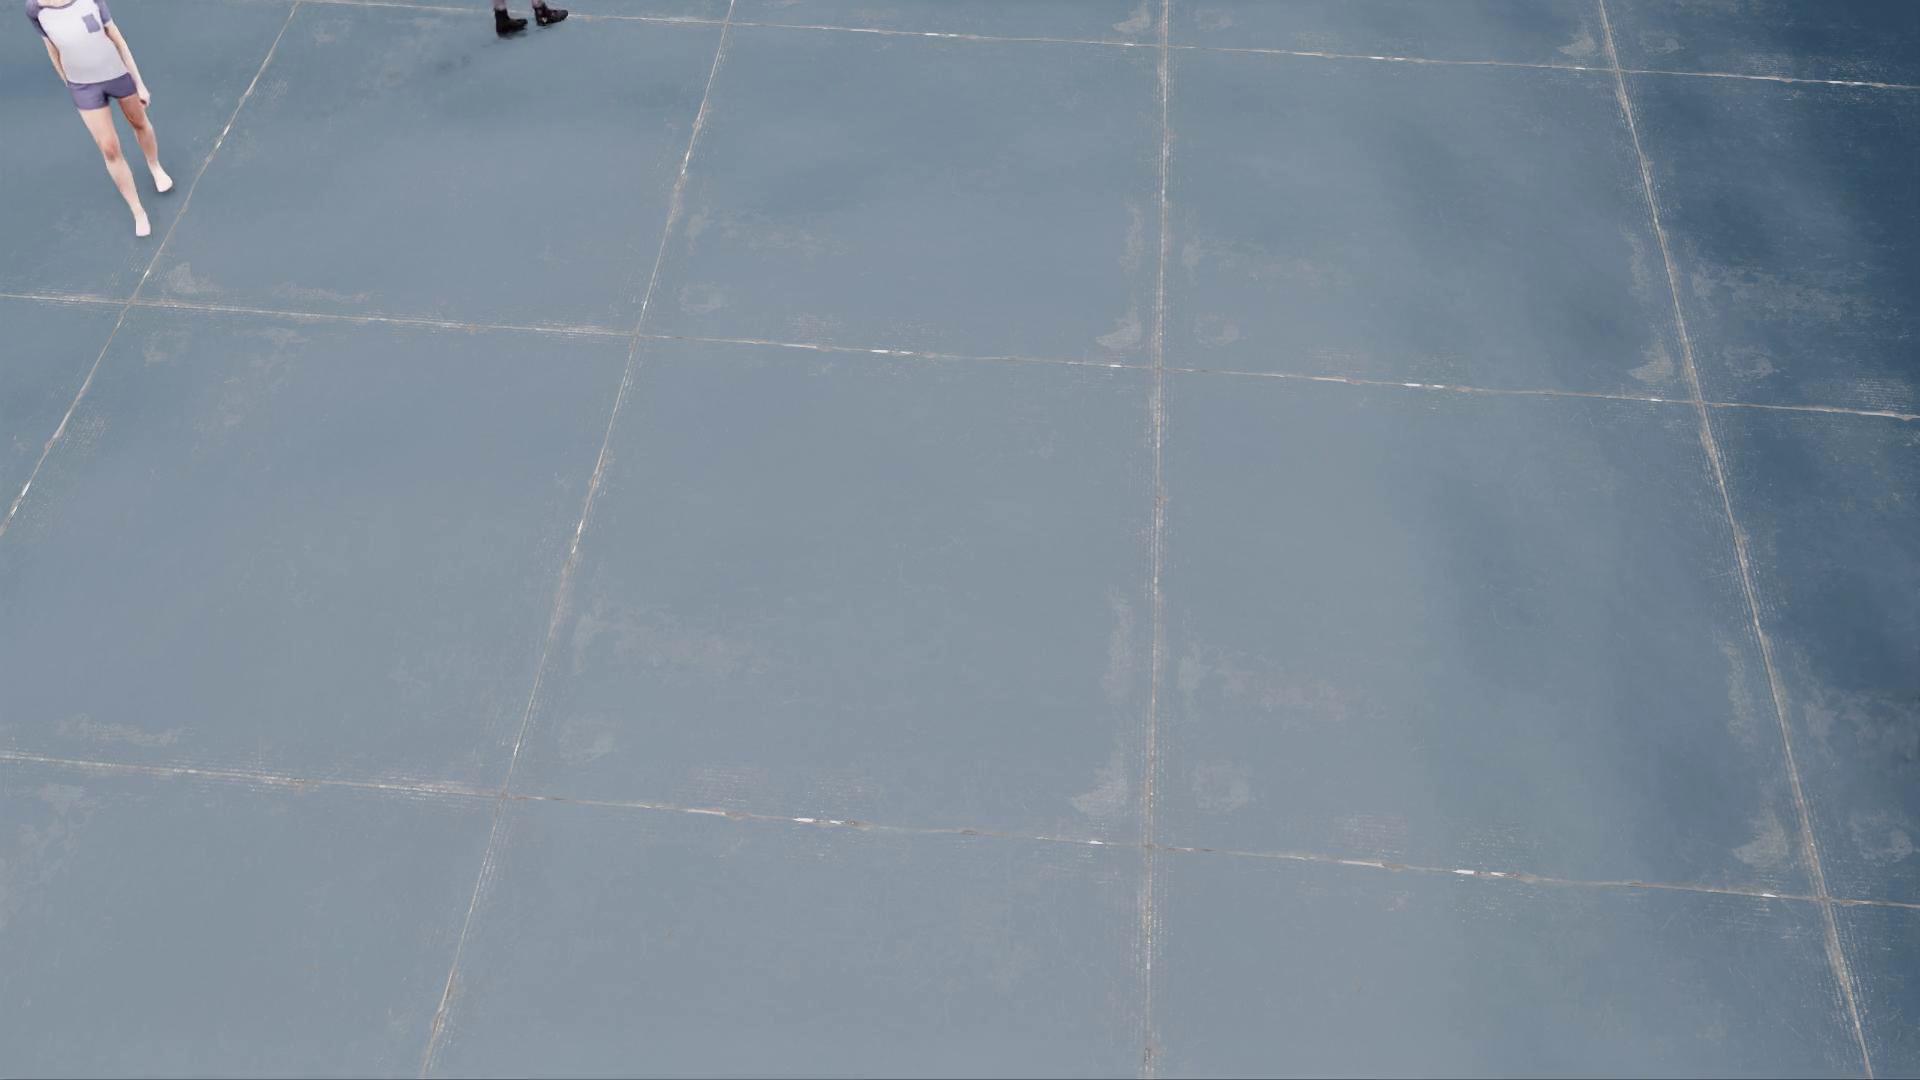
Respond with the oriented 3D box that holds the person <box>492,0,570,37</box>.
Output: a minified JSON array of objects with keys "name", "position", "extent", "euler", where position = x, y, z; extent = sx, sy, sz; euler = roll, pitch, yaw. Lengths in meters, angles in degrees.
[{"name":"person","position":[-3.040,-3.839,10.808],"extent":[0.817,1.263,0.741],"euler":[-29,57,-20]}]

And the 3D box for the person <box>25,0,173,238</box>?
[{"name":"person","position":[-4.980,-2.721,9.639],"extent":[0.936,1.743,0.924],"euler":[-25,56,-18]}]
